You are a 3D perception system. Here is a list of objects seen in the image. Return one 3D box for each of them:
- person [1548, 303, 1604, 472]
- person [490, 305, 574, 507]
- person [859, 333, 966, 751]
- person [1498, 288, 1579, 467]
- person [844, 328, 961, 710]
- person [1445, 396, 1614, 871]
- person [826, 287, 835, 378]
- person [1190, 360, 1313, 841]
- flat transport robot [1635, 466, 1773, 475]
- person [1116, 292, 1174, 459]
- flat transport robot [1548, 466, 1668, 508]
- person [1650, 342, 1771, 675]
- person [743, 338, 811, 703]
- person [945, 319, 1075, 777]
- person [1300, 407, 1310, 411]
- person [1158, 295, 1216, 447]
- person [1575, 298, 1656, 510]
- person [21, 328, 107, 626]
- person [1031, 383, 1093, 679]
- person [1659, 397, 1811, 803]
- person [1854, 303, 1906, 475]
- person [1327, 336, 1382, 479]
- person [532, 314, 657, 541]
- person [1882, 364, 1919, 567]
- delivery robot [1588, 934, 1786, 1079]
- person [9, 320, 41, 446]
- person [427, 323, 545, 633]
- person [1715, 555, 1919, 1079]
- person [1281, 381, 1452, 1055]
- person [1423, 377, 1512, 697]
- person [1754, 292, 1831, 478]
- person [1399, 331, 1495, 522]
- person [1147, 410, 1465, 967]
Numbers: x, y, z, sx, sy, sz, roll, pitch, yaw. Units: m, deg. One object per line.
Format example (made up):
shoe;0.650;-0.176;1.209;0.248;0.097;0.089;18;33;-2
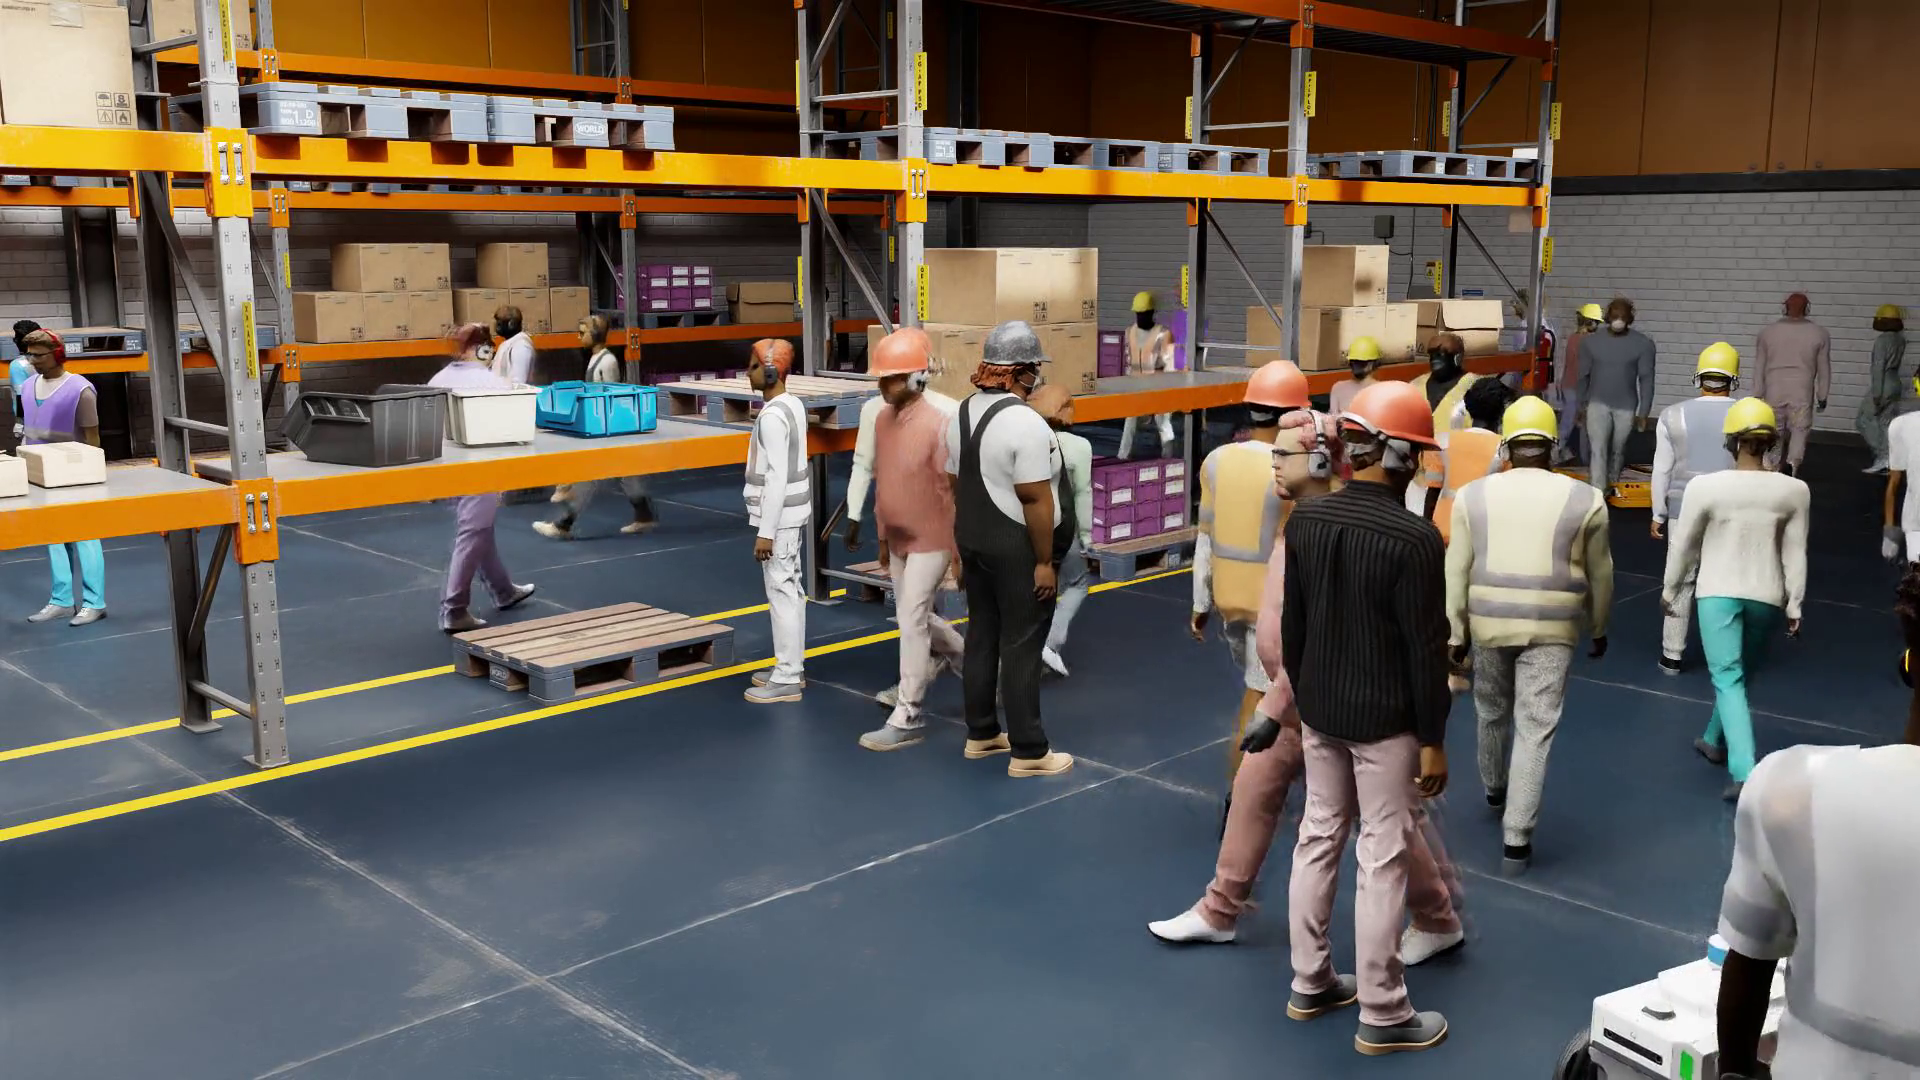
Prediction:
person;6.217;-1.476;16.513;0.745;1.729;0.584;1;10;6
person;-3.884;-1.183;14.746;0.924;1.809;0.629;-6;12;-28
person;-0.118;-0.011;7.926;0.818;1.973;0.648;-7;13;-34
person;5.761;-1.588;16.740;1.014;1.897;0.641;3;11;18
person;-0.231;-0.126;8.627;0.625;1.943;1.040;5;12;26
person;2.235;0.330;6.549;0.601;1.777;0.915;6;12;28
person;-1.569;-1.919;18.576;0.328;1.872;0.512;-3;11;-17
person;1.255;0.243;6.649;0.640;1.916;0.581;-9;13;-39
flat transport robot;6.977;-0.580;15.633;1.431;0.197;0.652;-2;11;-9
person;1.836;-1.494;16.291;0.607;1.855;1.078;9;14;39
flat transport robot;5.997;-0.503;15.216;0.652;0.197;1.431;-2;11;-9
person;4.073;-0.156;9.059;0.588;1.835;0.403;4;11;23
person;-0.954;-0.100;8.617;0.356;1.884;0.574;0;10;3
person;0.258;0.027;7.495;0.537;2.000;0.679;-7;12;-33
person;3.845;-1.973;18.900;0.313;1.860;0.506;-1;10;-5
person;2.594;-2.010;19.024;0.555;1.893;0.986;8;13;39
person;5.619;-1.138;14.316;0.639;1.875;1.081;4;11;20
person;-5.559;-0.391;10.324;0.564;1.839;0.390;4;11;20
person;0.496;-0.035;8.971;0.516;1.617;0.331;6;12;29
person;3.372;0.245;7.217;0.537;1.718;0.943;1;10;4
person;9.251;-1.505;16.708;0.488;1.728;0.351;-6;12;-29
person;2.826;-0.569;11.605;0.882;1.725;0.527;-9;13;-39
person;-2.899;-0.890;13.205;1.005;1.785;0.518;-3;11;-17
person;4.989;-0.052;8.487;0.538;1.837;0.753;4;11;19
delivery robot;2.022;1.290;4.409;0.707;0.478;0.477;-6;12;-28
person;-7.813;-1.006;14.072;0.316;1.696;0.541;1;10;5
person;-2.931;-0.401;10.319;0.660;1.867;0.950;7;12;33
person;1.484;0.965;2.656;0.766;1.944;0.611;-9;14;-41
person;1.218;0.523;4.947;0.393;1.985;0.611;-6;12;-32
person;2.777;-0.033;8.834;0.553;1.656;0.802;9;14;41
person;7.885;-1.411;15.799;0.658;1.879;0.829;7;12;32
person;3.033;-0.388;10.358;0.638;1.825;0.632;-9;14;-40
person;1.200;0.499;5.459;1.023;1.855;0.635;-1;10;-6
